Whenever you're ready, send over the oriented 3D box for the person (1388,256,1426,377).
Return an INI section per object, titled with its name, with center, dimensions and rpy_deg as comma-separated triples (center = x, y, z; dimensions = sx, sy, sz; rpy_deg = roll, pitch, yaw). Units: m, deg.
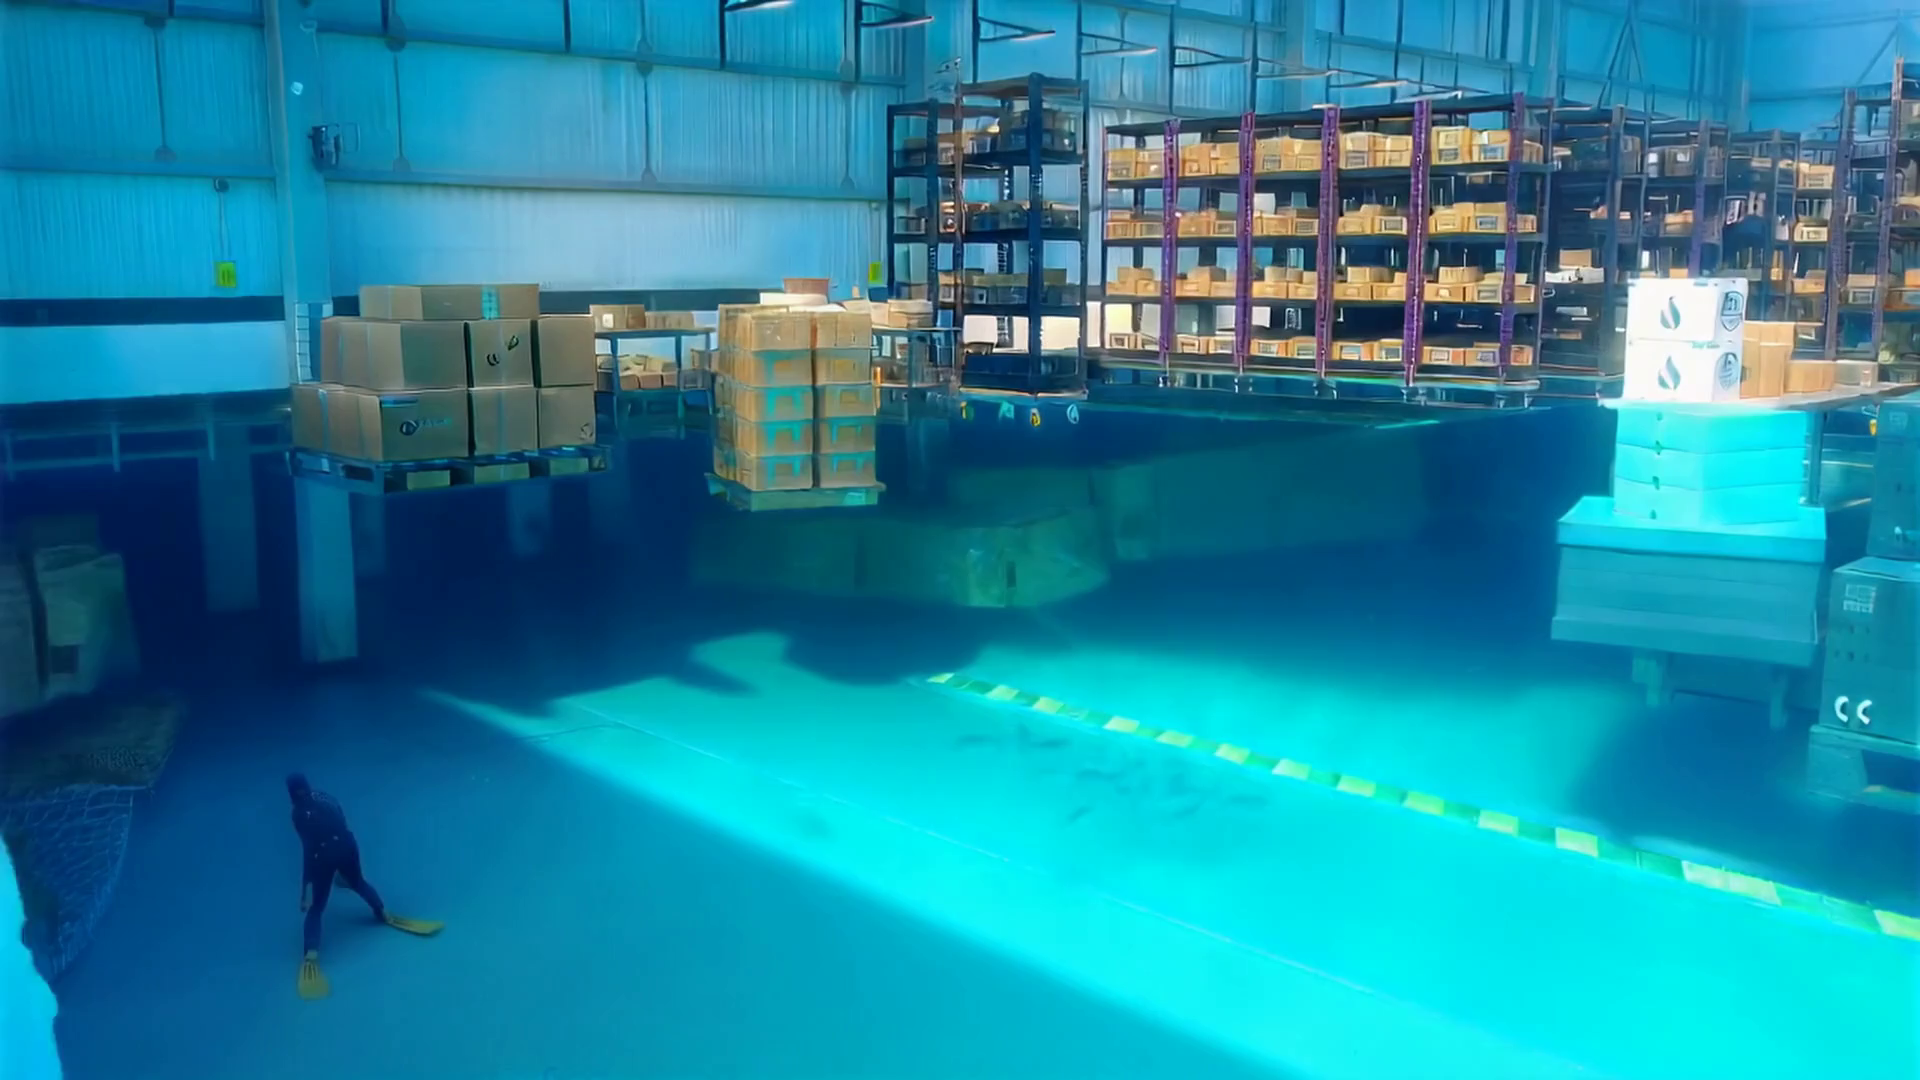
[person]
center = 6.676, -3.263, 24.485
dimensions = 0.934, 1.801, 0.595
rpy_deg = 8, 12, 40
